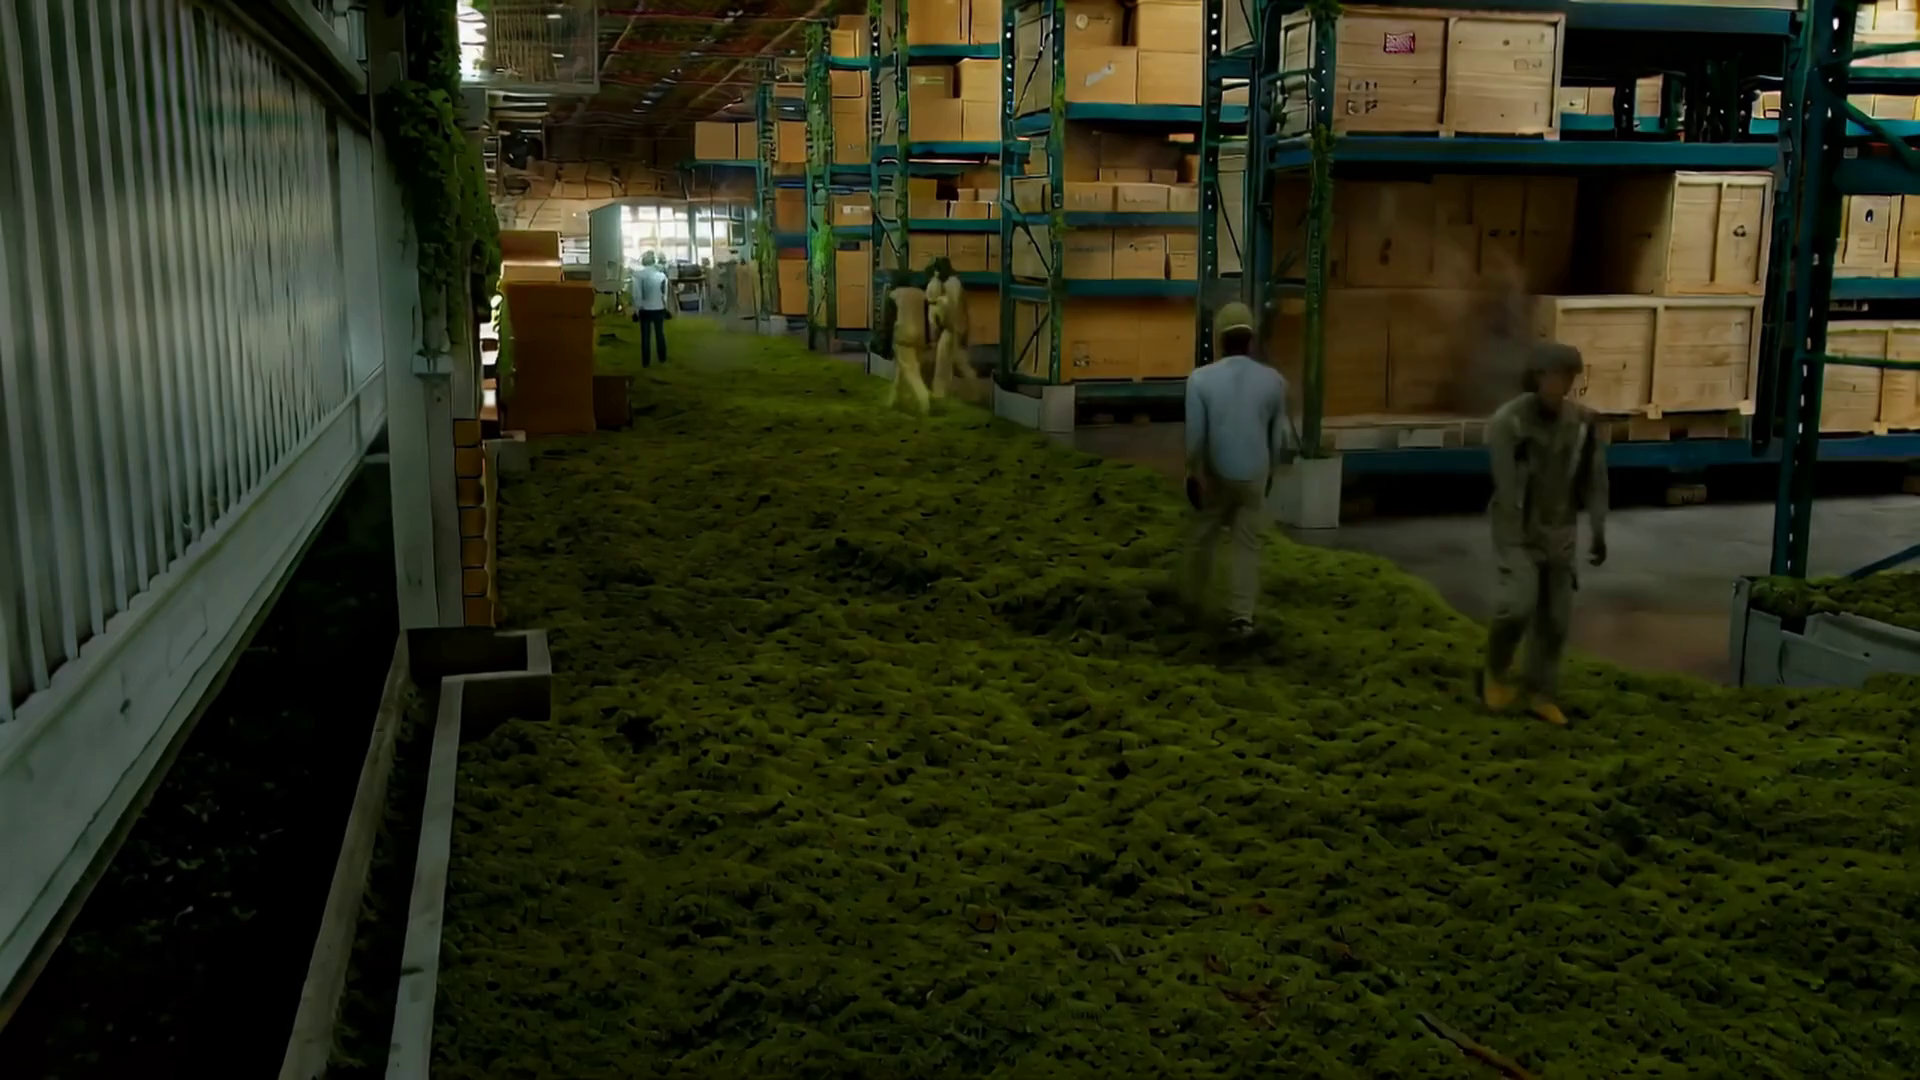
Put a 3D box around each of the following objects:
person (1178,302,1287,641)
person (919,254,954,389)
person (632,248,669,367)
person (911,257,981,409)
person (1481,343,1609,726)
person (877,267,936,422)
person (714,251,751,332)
[{"bbox_3d":[1.395,-0.369,8.698,0.601,1.723,0.717,-2,10,-12],"label":"person"},{"bbox_3d":[-0.385,-3.095,23.661,0.408,1.906,0.578,0,10,0],"label":"person"},{"bbox_3d":[-5.207,-3.907,27.998,0.612,1.996,0.388,-3,10,-16],"label":"person"},{"bbox_3d":[-0.169,-2.562,20.703,0.952,1.876,0.645,1,10,7],"label":"person"},{"bbox_3d":[2.469,-0.018,7.039,0.520,1.627,0.378,-2,10,-10],"label":"person"},{"bbox_3d":[-0.616,-2.277,19.395,1.016,1.784,0.634,9,13,41],"label":"person"},{"bbox_3d":[-5.460,-5.890,39.459,0.730,1.926,1.015,7,12,36],"label":"person"}]
